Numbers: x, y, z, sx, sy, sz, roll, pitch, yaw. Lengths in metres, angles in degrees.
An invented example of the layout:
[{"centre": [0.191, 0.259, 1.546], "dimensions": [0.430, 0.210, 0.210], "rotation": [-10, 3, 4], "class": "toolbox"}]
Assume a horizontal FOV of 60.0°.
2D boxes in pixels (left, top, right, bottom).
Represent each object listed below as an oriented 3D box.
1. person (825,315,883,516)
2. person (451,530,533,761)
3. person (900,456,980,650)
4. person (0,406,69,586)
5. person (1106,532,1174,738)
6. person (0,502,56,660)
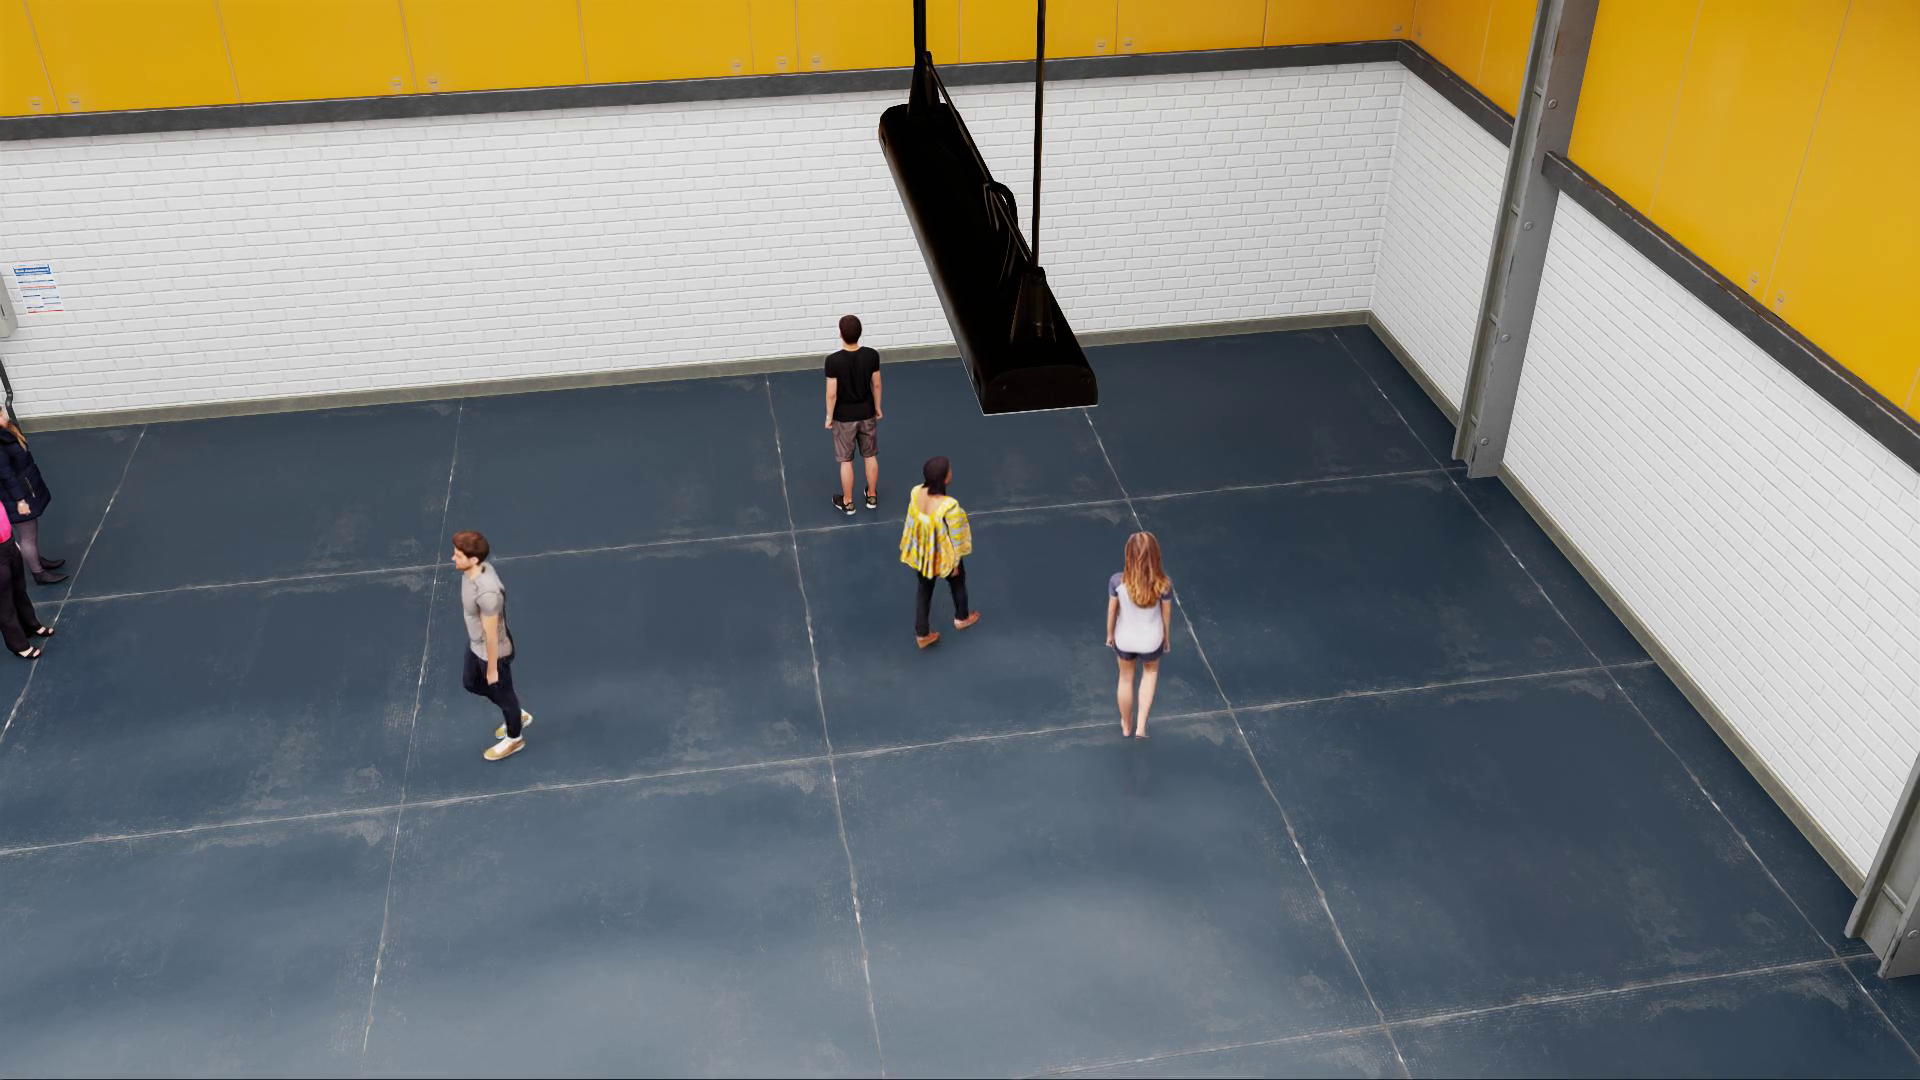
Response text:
[{"centre": [-0.910, -1.079, 14.271], "dimensions": [0.729, 1.862, 0.664], "rotation": [-13, 36, -19], "class": "person"}, {"centre": [-3.185, 0.707, 11.560], "dimensions": [0.824, 1.888, 0.712], "rotation": [-17, 37, -24], "class": "person"}, {"centre": [-0.230, 0.144, 12.637], "dimensions": [0.974, 1.634, 1.021], "rotation": [25, 41, 32], "class": "person"}, {"centre": [-7.623, -0.397, 13.415], "dimensions": [0.814, 1.675, 0.698], "rotation": [-16, 37, -23], "class": "person"}, {"centre": [1.251, 0.742, 11.657], "dimensions": [0.701, 1.723, 0.755], "rotation": [3, 34, 5], "class": "person"}, {"centre": [-7.305, 0.131, 12.634], "dimensions": [0.670, 1.660, 0.498], "rotation": [-1, 34, -1], "class": "person"}]
